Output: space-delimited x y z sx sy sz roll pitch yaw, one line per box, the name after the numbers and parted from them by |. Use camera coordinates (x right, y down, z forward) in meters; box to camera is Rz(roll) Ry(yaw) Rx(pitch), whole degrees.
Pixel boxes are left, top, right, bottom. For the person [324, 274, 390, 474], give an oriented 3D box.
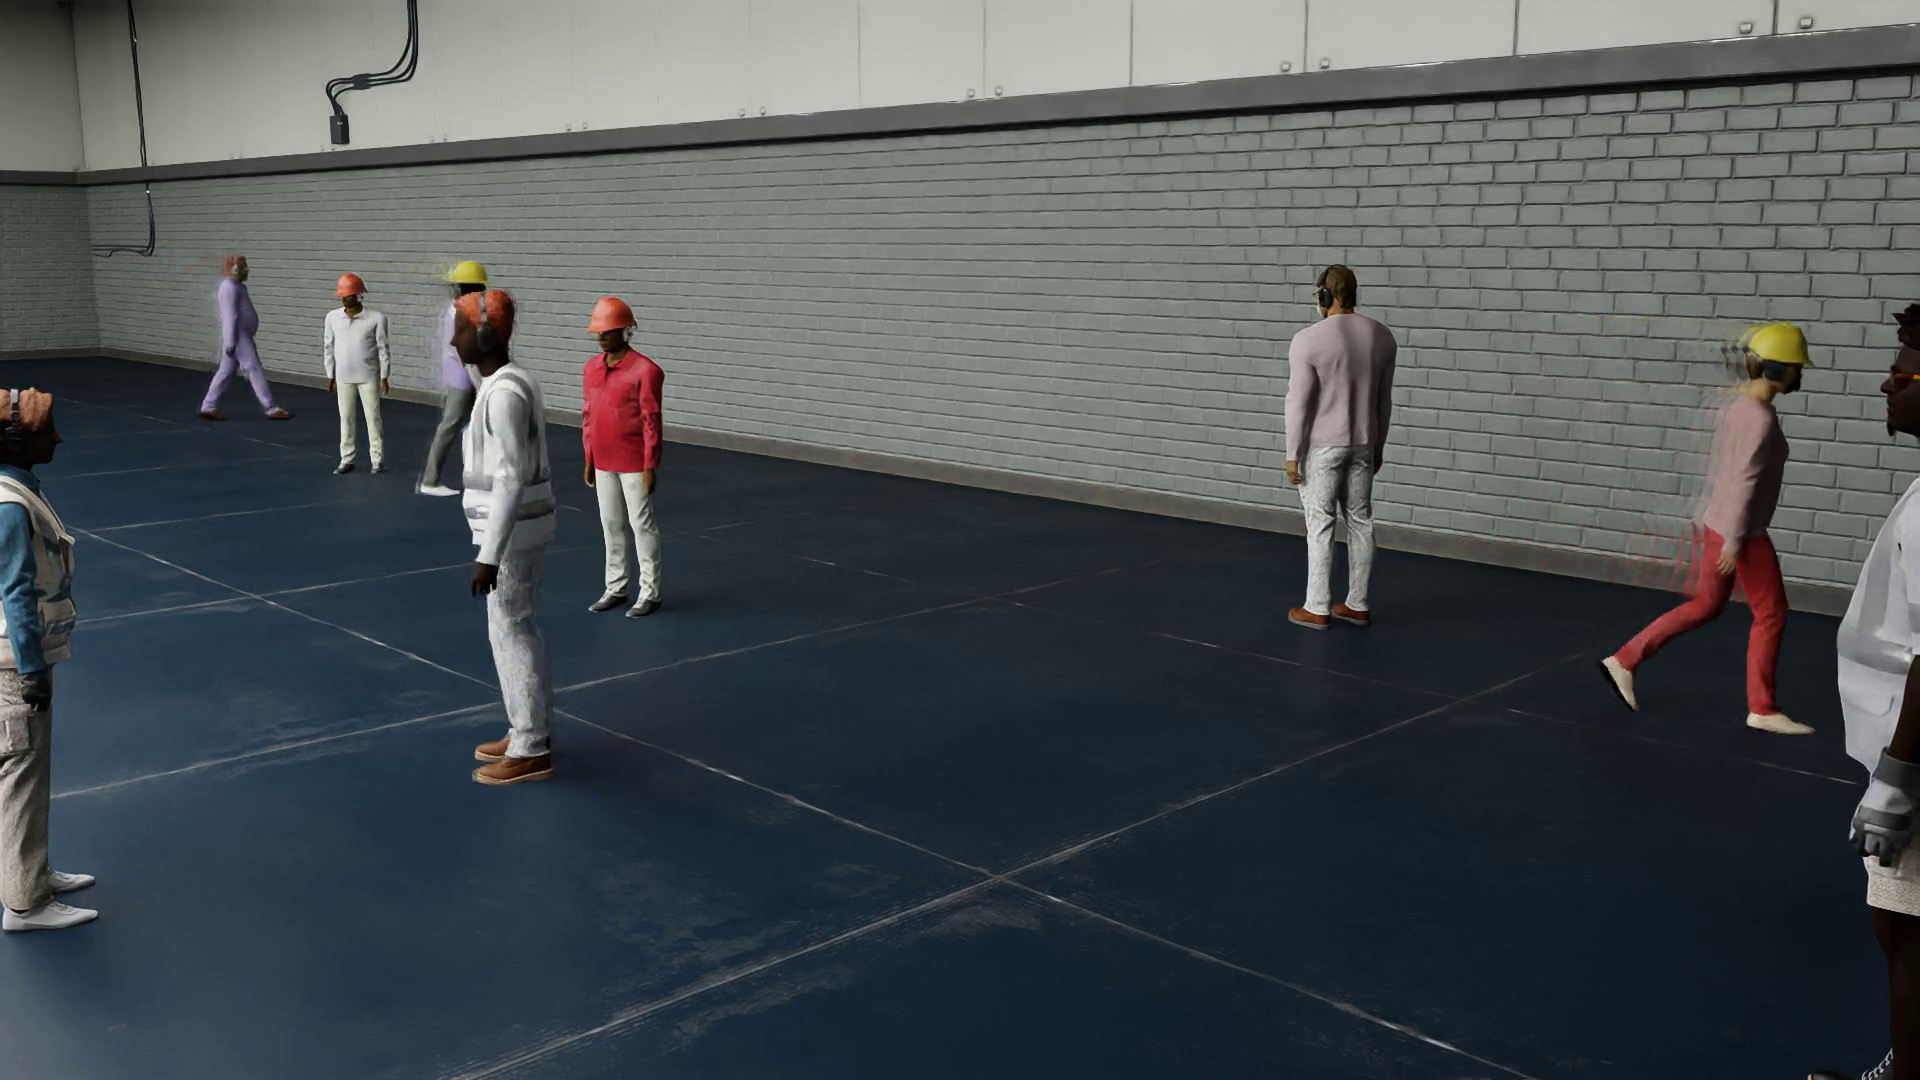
-5.255 -1.437 14.484 0.561 1.744 0.338 0 10 -1 | person

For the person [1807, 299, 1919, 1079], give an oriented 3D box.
2.099 0.443 3.632 0.367 1.966 0.607 8 13 37 | person

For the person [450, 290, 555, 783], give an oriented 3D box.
-1.732 0.004 6.339 0.371 1.885 0.593 -3 11 -15 | person

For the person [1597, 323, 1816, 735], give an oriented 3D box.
3.183 -0.053 7.009 0.815 1.732 0.526 3 11 14 | person

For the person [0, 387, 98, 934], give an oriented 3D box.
-2.818 0.358 5.023 0.318 1.631 0.513 -6 12 -28 | person

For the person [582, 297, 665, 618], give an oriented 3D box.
-1.862 -0.449 9.090 0.564 1.745 0.348 7 13 34 | person

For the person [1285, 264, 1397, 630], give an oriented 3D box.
1.988 -0.480 8.783 0.629 1.931 0.372 -4 11 -20 | person

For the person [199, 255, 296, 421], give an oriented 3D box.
-8.087 -2.254 18.637 0.997 1.861 0.655 -4 11 -23 | person
